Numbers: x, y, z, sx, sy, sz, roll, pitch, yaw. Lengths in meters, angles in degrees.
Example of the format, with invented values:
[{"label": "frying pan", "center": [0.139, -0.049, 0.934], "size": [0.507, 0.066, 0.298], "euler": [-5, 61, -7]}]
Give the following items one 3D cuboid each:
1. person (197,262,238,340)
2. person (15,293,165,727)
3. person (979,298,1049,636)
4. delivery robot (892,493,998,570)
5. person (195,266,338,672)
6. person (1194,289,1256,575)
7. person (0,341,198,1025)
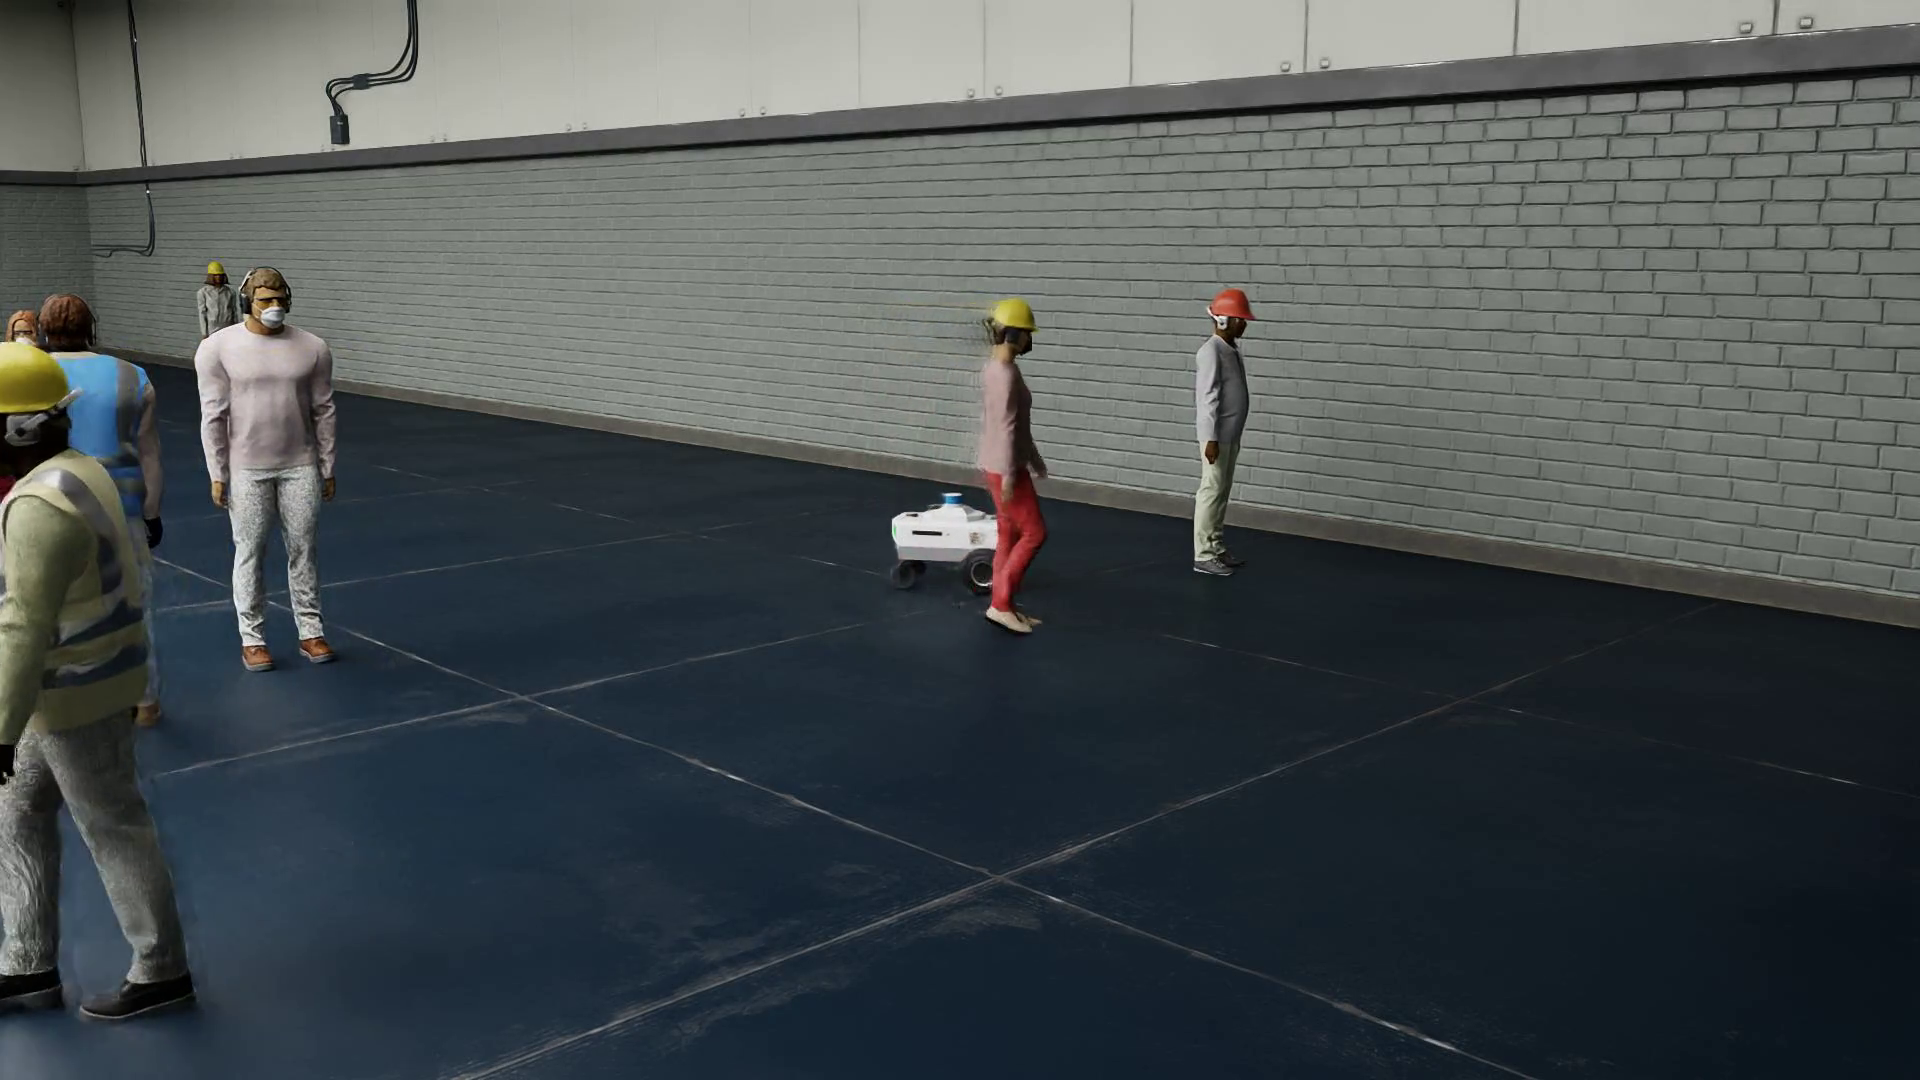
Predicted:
[{"label": "person", "center": [-9.337, -2.630, 20.998], "size": [0.294, 1.744, 0.487], "euler": [9, 14, 42]}, {"label": "person", "center": [-3.643, -0.097, 6.920], "size": [0.626, 1.844, 0.429], "euler": [-7, 13, -35]}, {"label": "person", "center": [0.315, -0.378, 8.688], "size": [0.423, 1.750, 0.543], "euler": [-1, 10, -5]}, {"label": "delivery robot", "center": [-0.036, -0.035, 9.833], "size": [0.707, 0.478, 0.477], "euler": [2, 11, 13]}, {"label": "person", "center": [-3.301, -0.340, 8.005], "size": [0.625, 1.933, 0.375], "euler": [-8, 13, -36]}, {"label": "person", "center": [1.640, -0.668, 10.278], "size": [0.343, 1.747, 0.573], "euler": [4, 11, 23]}, {"label": "person", "center": [-2.399, 0.403, 4.267], "size": [0.744, 1.801, 0.601], "euler": [-5, 11, -23]}]
